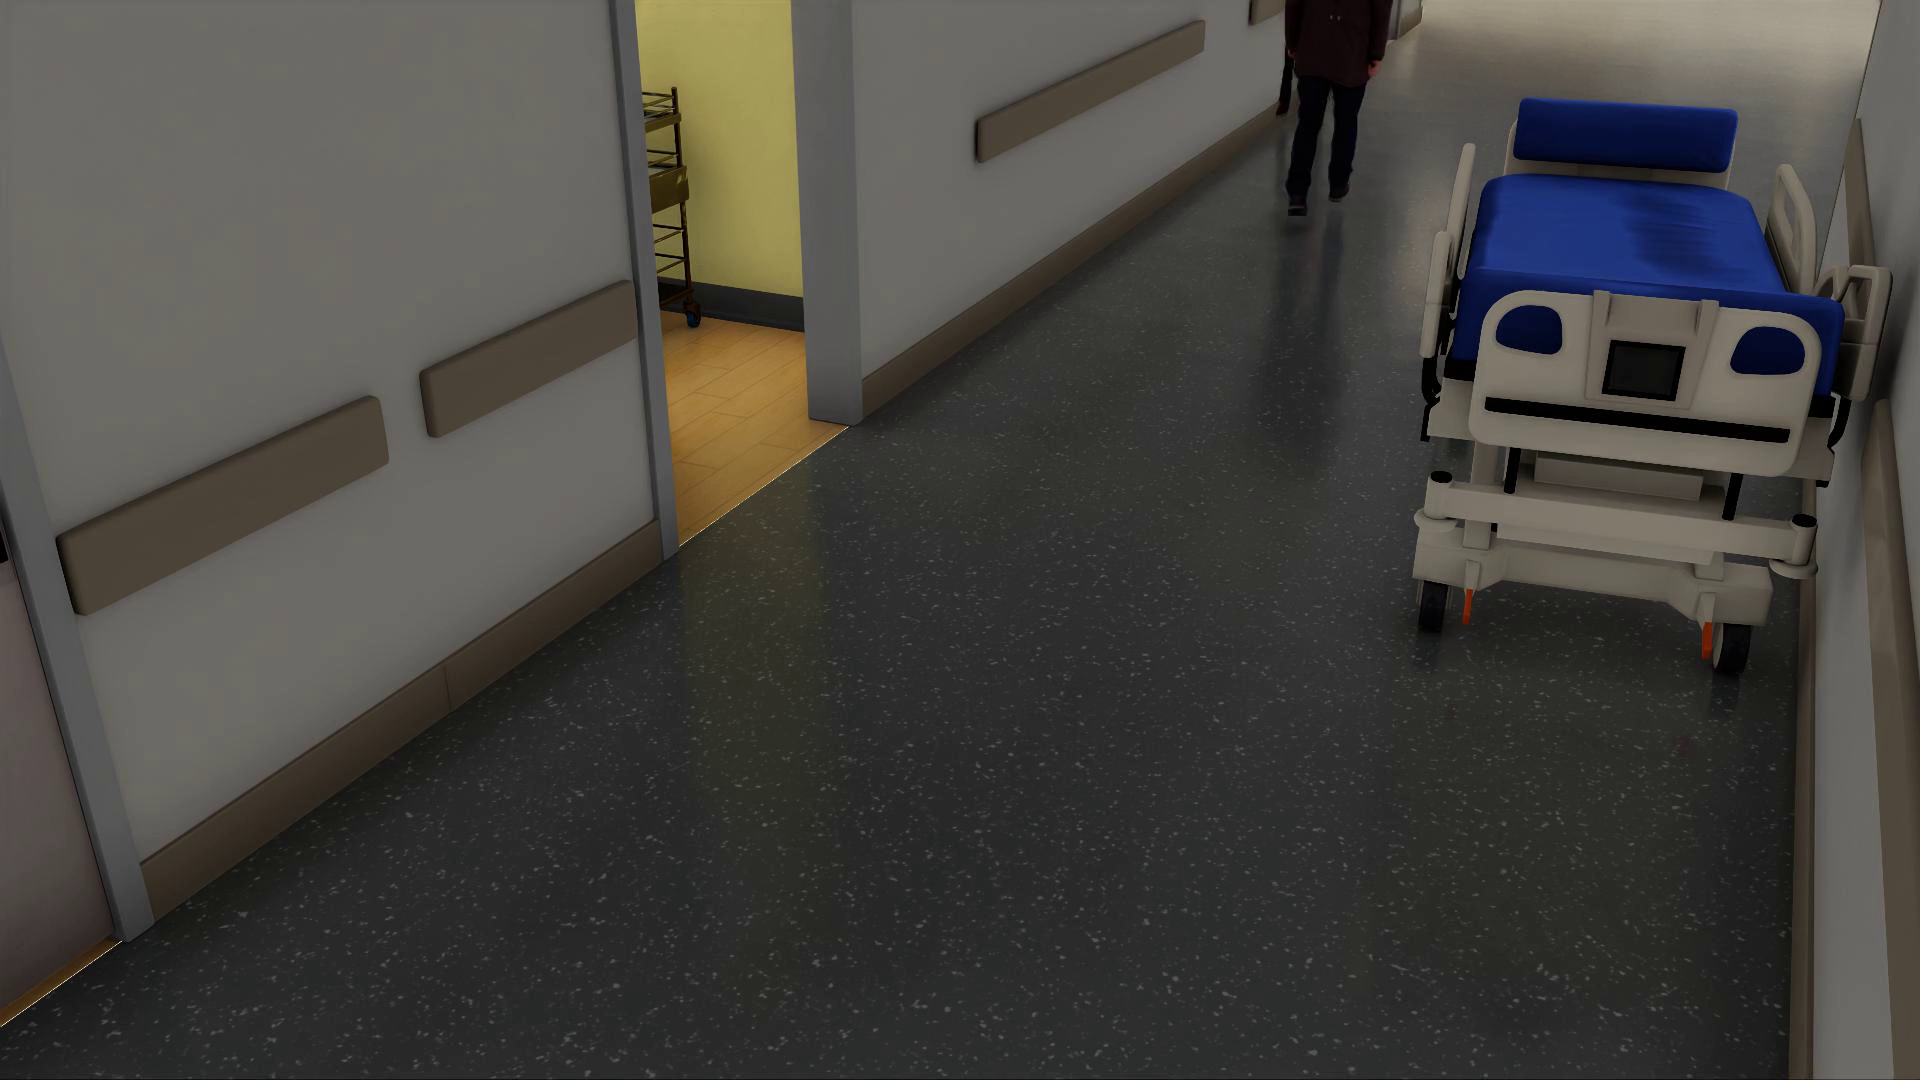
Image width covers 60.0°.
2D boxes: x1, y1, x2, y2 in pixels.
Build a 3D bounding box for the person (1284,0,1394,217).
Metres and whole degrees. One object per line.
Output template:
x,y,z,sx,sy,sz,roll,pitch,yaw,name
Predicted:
2.035,-2.657,9.168,1.152,1.804,0.866,9,27,19,person
